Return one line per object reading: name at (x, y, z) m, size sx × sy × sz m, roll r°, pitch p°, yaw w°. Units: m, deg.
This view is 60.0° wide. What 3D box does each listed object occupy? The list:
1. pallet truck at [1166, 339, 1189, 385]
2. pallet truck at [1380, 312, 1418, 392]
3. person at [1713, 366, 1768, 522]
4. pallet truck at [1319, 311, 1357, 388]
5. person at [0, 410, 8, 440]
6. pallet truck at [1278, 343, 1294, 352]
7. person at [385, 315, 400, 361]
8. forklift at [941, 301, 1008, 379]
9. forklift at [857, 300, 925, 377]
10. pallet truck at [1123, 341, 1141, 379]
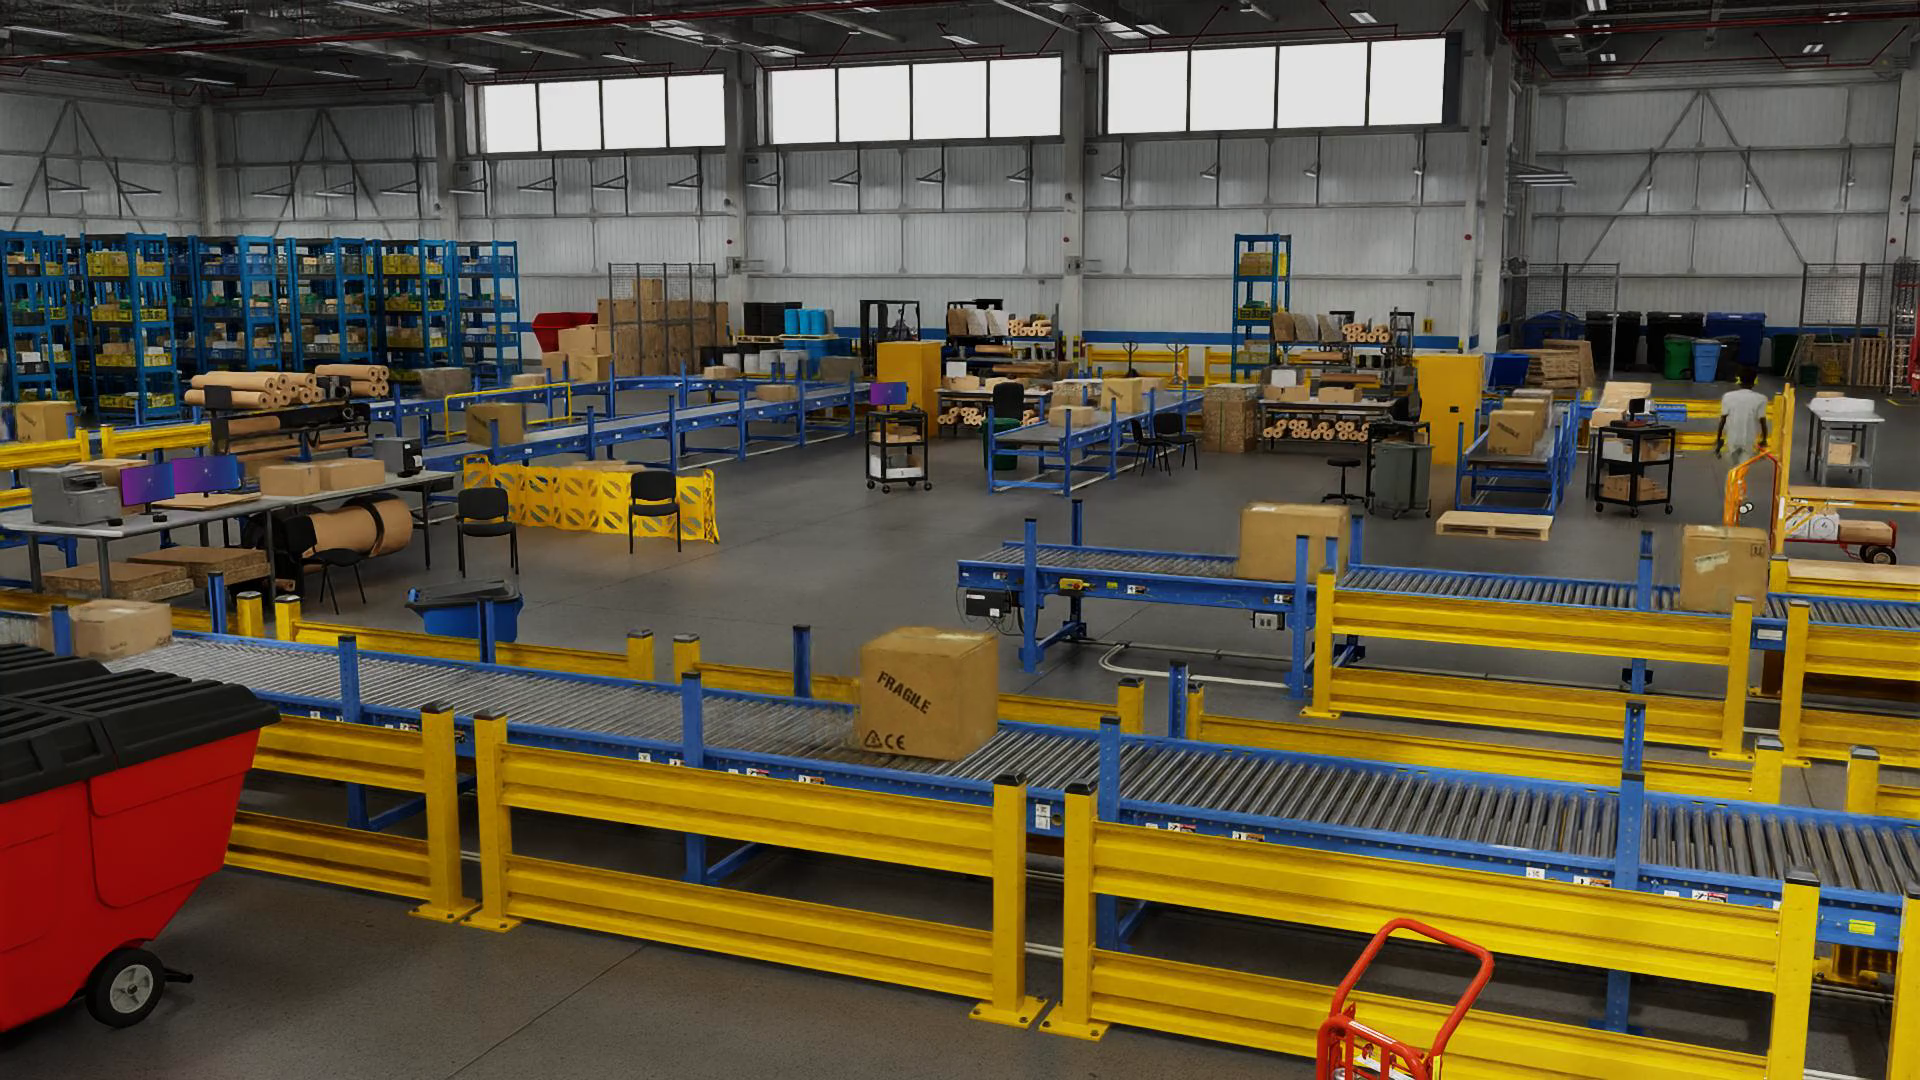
pallet truck at (5.418, -4.269, 40.420) m, size 0.704 × 1.261 × 1.522 m, roll 3°, pitch 10°, yaw 20°
pallet truck at (10.207, -4.283, 38.369) m, size 0.823 × 1.965 × 1.885 m, roll 3°, pitch 10°, yaw 20°
person at (9.303, -1.138, 19.764) m, size 0.587 × 1.837 × 0.643 m, roll 7°, pitch 12°, yaw 37°
pallet truck at (9.071, -4.419, 39.190) m, size 0.823 × 1.965 × 1.885 m, roll 5°, pitch 10°, yaw 26°
person at (-15.281, -2.154, 25.915) m, size 0.651 × 1.851 × 0.922 m, roll 4°, pitch 10°, yaw 21°
pallet truck at (7.886, -4.163, 39.743) m, size 0.653 × 1.274 × 1.630 m, roll 4°, pitch 10°, yaw 22°
person at (-16.243, -5.818, 47.725) m, size 0.609 × 1.987 × 0.401 m, roll 6°, pitch 11°, yaw 31°
forklift at (0.365, -4.966, 41.571) m, size 1.157 × 1.987 × 2.680 m, roll 3°, pitch 10°, yaw 20°
forklift at (-1.732, -5.109, 42.468) m, size 1.157 × 1.987 × 2.680 m, roll 4°, pitch 10°, yaw 22°
pallet truck at (4.445, -4.380, 41.279) m, size 0.680 × 1.201 × 1.601 m, roll 4°, pitch 10°, yaw 22°
